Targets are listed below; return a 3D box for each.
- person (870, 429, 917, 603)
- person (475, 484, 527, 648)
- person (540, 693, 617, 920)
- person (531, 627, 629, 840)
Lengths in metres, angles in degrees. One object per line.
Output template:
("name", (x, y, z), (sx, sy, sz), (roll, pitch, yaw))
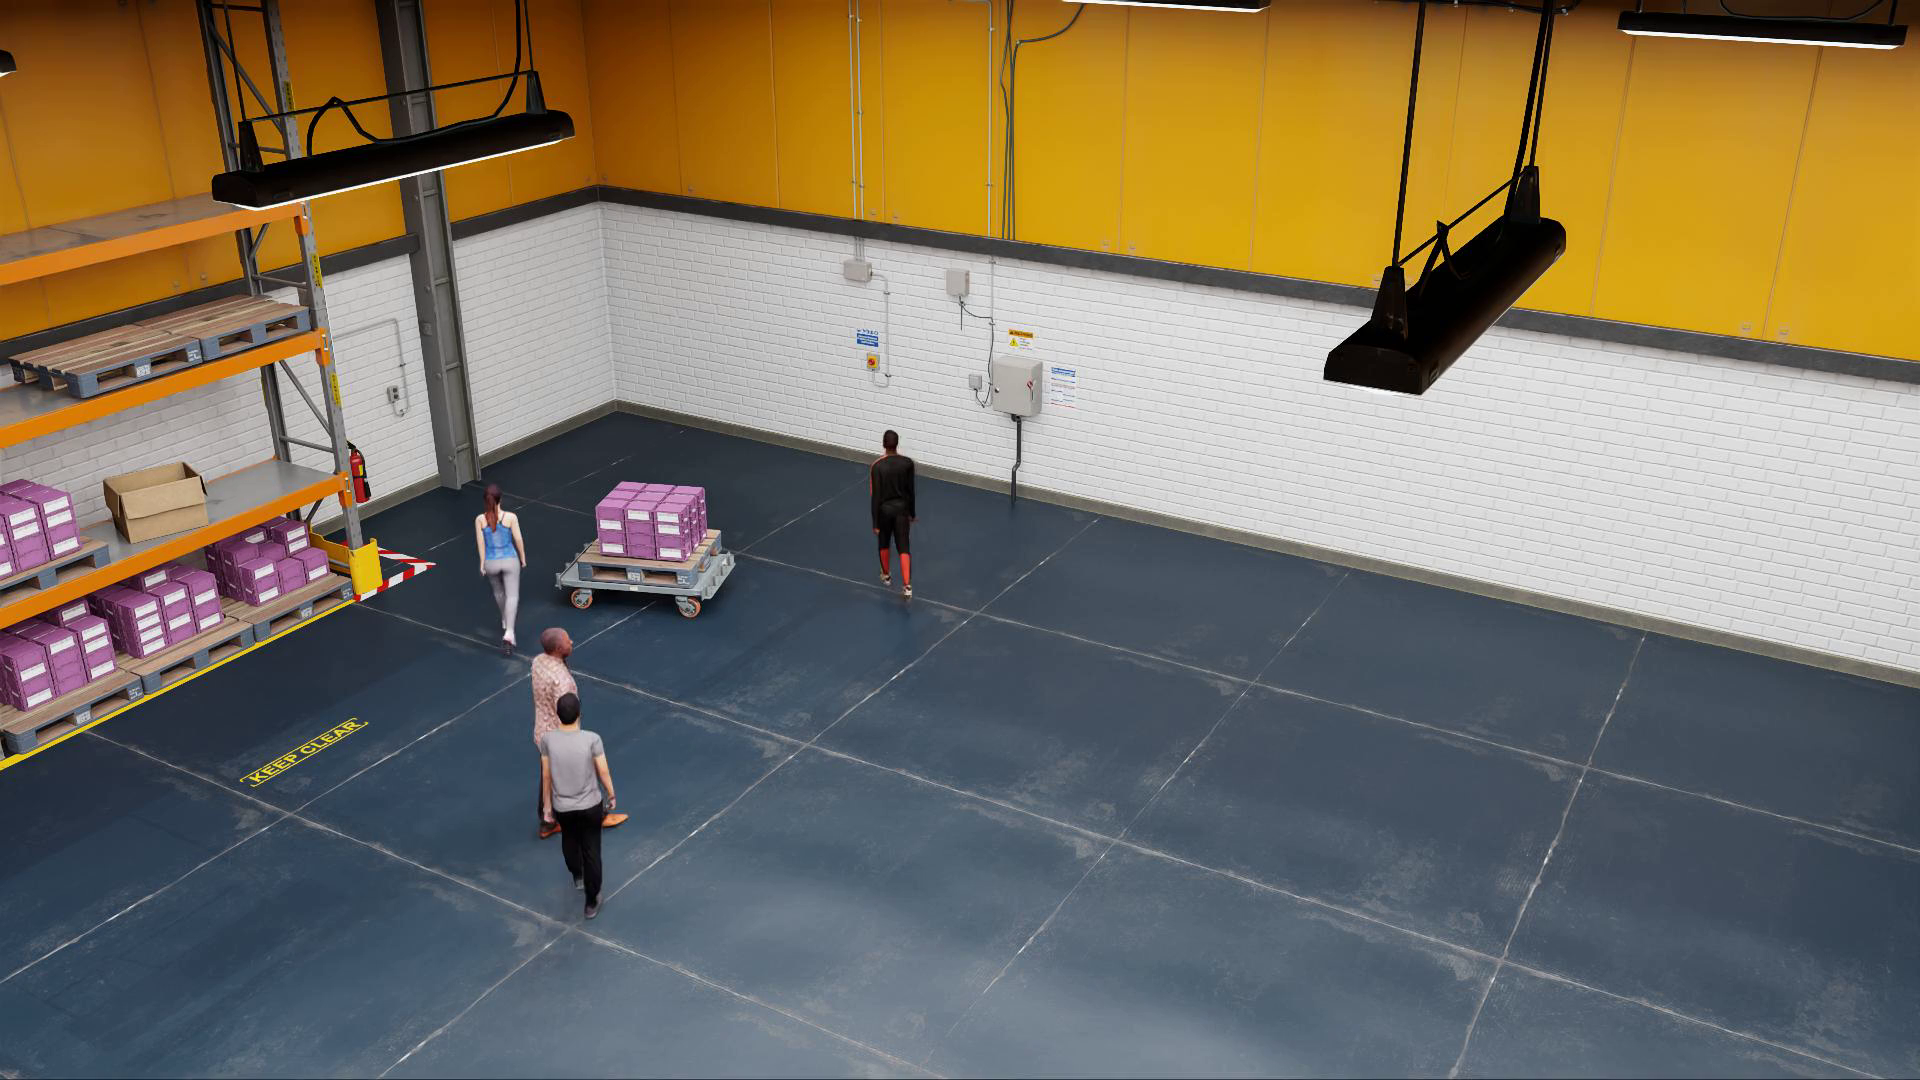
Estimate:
("person", (-0.649, -0.226, 16.843), (1.136, 1.774, 1.211), (-5, 24, -12))
("person", (-4.402, 0.268, 15.954), (0.984, 1.581, 1.109), (-3, 24, -7))
("person", (-2.767, 1.937, 11.945), (0.865, 1.734, 0.978), (0, 24, 1))
("person", (-3.172, 1.522, 12.824), (1.007, 1.790, 0.882), (-19, 30, -36))
